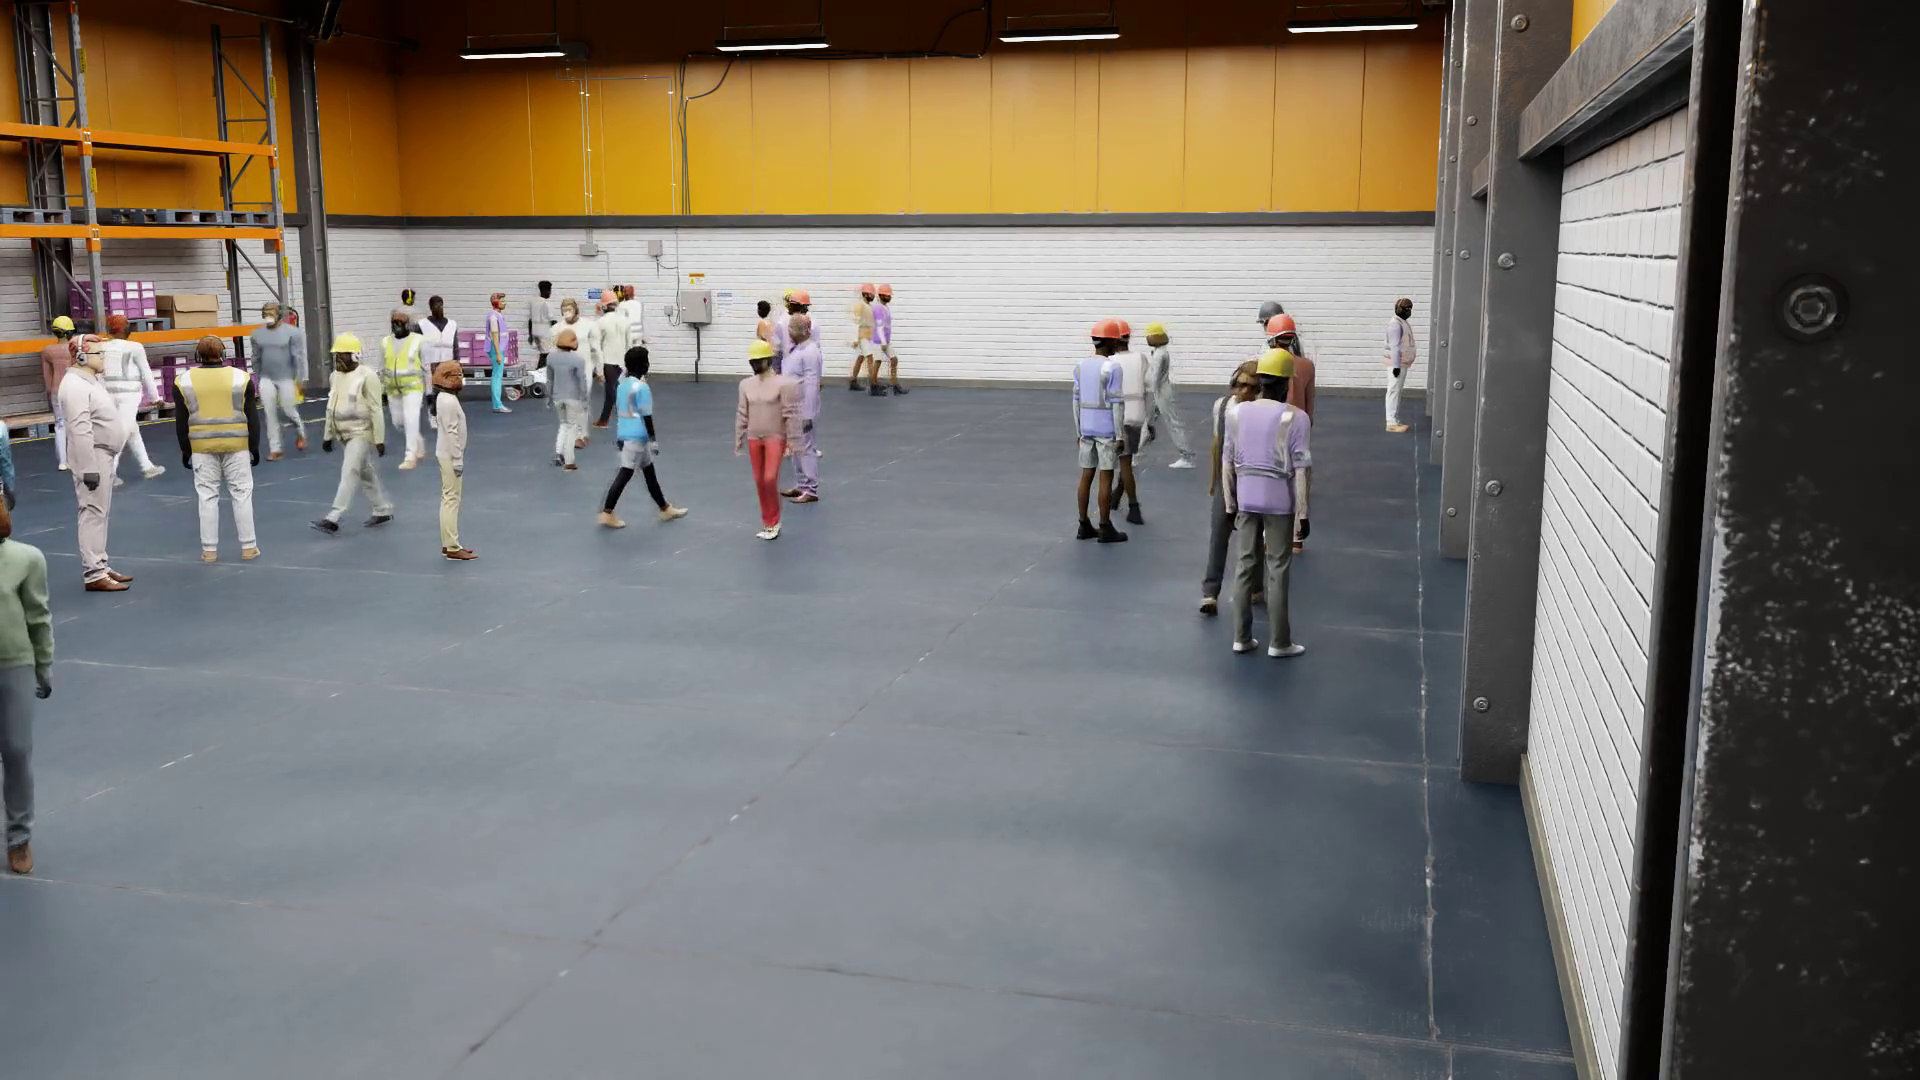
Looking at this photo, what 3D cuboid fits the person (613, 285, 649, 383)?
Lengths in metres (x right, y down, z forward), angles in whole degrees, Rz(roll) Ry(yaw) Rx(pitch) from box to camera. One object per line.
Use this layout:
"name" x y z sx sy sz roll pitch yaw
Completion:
"person" -6.132 -3.741 30.506 0.819 1.835 0.532 -3 10 -16

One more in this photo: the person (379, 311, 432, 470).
"person" -6.412 -1.753 19.338 0.635 1.821 0.776 2 10 11

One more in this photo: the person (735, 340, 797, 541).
"person" -1.722 -0.859 14.454 0.546 1.743 0.572 4 11 22

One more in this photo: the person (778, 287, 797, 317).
"person" -2.724 -3.086 26.604 0.445 1.903 0.618 -1 10 -4

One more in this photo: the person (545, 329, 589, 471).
"person" -4.474 -1.596 18.971 0.531 1.616 0.363 3 10 17

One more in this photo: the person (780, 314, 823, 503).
"person" -1.607 -1.298 16.591 0.403 1.884 0.705 -4 11 -22

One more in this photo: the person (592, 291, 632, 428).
"person" -4.813 -2.477 23.052 1.004 1.950 0.626 8 13 37

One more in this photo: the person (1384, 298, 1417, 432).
"person" 6.088 -2.419 23.021 0.430 1.841 0.624 4 11 24

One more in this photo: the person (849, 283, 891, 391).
"person" -1.580 -3.559 29.313 0.934 1.890 0.565 4 11 20

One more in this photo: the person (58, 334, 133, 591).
"person" -6.426 -0.574 12.378 0.409 1.907 0.651 -4 11 -21

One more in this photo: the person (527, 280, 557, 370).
"person" -7.471 -3.724 30.134 0.617 1.929 0.762 8 13 38

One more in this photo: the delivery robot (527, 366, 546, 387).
"delivery robot" -7.077 -2.817 28.627 0.707 0.478 0.477 -4 11 -22

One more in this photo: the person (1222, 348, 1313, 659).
"person" 1.923 -0.227 10.361 0.594 1.924 0.382 8 13 38

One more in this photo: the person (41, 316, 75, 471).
"person" -10.134 -1.659 18.921 0.525 1.769 0.308 0 10 0

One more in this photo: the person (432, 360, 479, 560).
"person" -4.141 -0.655 13.608 0.280 1.634 0.498 -4 11 -22

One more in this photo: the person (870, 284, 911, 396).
"person" -1.193 -3.386 28.293 0.823 1.906 0.582 3 10 15

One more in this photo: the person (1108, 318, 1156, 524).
"person" 1.497 -1.129 15.606 0.560 1.873 1.015 -3 11 -19

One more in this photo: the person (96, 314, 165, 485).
"person" -9.053 -1.518 17.991 0.583 1.831 1.037 3 10 16

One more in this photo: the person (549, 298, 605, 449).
"person" -4.871 -2.085 20.967 0.648 1.894 0.913 1 10 8

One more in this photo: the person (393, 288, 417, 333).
"person" -9.395 -3.320 28.100 0.552 1.849 0.607 4 11 20

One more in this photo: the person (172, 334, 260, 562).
"person" -6.011 -0.742 13.510 0.627 1.846 0.429 -4 11 -22

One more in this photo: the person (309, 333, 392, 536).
"person" -5.460 -0.945 14.822 0.617 1.781 0.915 7 12 35

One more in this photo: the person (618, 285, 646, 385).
"person" -5.954 -3.644 29.903 0.616 1.849 0.887 -8 13 -40

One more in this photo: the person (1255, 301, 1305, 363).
"person" 3.180 -1.493 17.203 1.005 2.000 0.696 7 12 33

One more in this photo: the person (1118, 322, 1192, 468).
"person" 2.277 -1.667 19.186 0.913 1.679 0.491 1 10 5

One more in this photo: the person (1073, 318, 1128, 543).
"person" 1.233 -0.948 14.415 0.375 1.933 0.550 -9 13 -40

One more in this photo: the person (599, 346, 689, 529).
"person" -2.918 -0.931 15.113 0.897 1.646 0.544 -6 11 -29

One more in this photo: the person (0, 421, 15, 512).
"person" -6.936 -0.297 11.702 0.525 1.584 0.896 -6 12 -30

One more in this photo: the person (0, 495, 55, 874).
"person" -4.028 0.535 6.890 0.513 1.615 0.610 -6 11 -29

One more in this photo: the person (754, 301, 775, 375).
"person" -3.214 -3.142 27.650 0.895 1.650 0.547 4 11 20

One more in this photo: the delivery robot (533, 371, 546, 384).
"delivery robot" -6.835 -2.725 28.118 0.707 0.478 0.477 1 10 5

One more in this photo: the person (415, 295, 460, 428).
"person" -7.206 -2.429 22.938 0.596 1.896 0.827 -9 14 -42

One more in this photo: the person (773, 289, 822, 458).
"person" -1.932 -1.995 20.038 0.615 2.041 0.392 4 11 19

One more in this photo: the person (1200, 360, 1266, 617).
"person" 1.896 -0.355 11.502 0.588 1.776 0.941 7 12 36

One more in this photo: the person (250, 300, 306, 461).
"person" -8.166 -1.922 19.980 0.645 1.917 0.656 0 10 1

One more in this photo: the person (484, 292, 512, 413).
"person" -7.116 -2.873 25.567 0.390 1.848 0.563 -2 10 -12

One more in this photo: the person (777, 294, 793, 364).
"person" -2.468 -2.750 24.874 0.510 1.853 0.513 8 13 38

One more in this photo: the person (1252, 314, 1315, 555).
"person" 2.647 -0.865 13.777 0.610 1.996 0.386 -4 11 -23
